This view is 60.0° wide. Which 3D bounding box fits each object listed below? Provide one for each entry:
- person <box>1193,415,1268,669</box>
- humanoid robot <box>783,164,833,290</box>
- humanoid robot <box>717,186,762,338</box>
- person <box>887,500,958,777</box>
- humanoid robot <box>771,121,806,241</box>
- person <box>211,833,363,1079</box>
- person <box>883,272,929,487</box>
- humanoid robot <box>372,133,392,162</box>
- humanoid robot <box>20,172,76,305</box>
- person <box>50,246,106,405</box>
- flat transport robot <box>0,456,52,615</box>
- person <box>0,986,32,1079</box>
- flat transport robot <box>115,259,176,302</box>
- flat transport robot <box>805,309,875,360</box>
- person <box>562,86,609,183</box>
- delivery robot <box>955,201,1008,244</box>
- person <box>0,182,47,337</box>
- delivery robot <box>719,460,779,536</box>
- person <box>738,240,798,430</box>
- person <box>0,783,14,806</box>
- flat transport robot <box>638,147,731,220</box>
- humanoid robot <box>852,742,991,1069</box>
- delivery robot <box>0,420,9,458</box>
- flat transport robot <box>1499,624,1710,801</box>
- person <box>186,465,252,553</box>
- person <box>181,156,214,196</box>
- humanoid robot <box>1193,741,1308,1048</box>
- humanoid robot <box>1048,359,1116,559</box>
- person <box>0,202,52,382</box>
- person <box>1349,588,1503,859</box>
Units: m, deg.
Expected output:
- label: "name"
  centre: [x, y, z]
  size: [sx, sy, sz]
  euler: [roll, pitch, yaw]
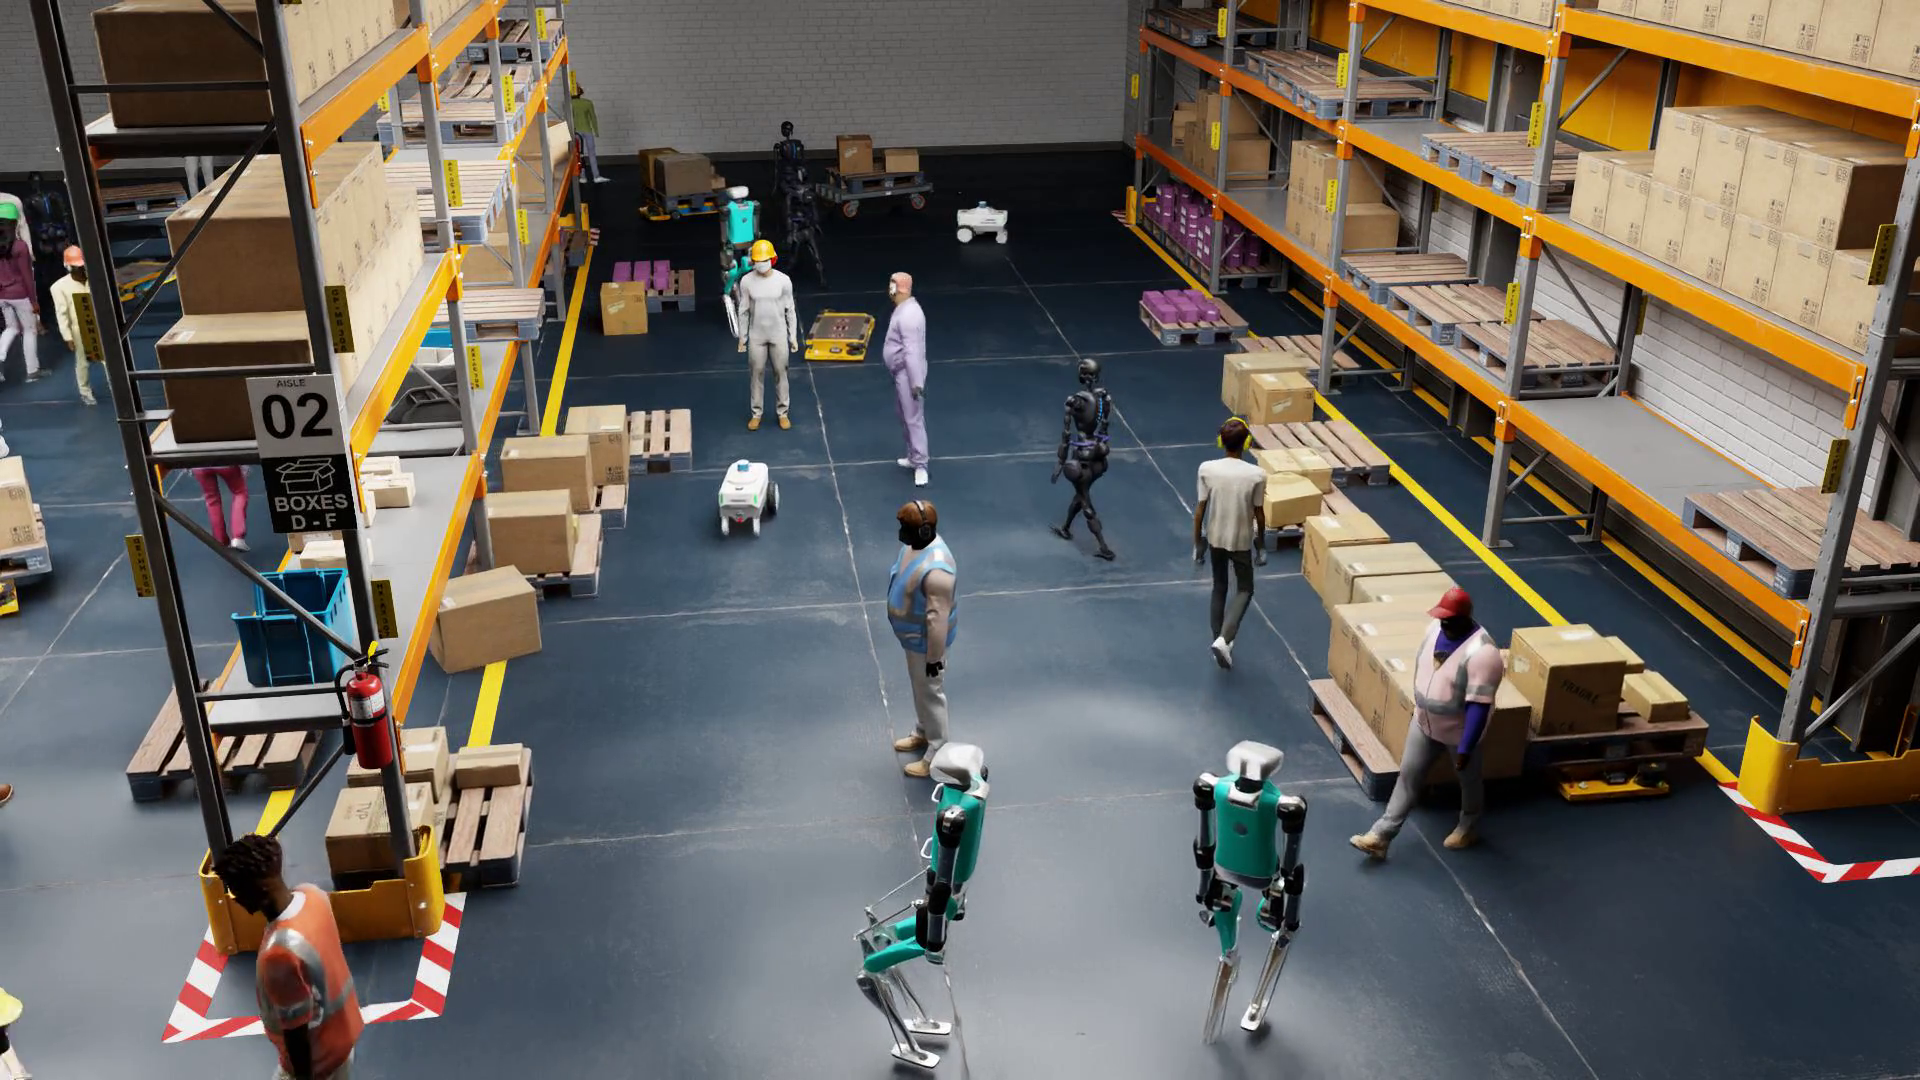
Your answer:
- label: "person"
  centre: [1.879, 0.045, 11.605]
  size: [0.525, 1.854, 0.563]
  euler: [12, 26, 24]
- label: "humanoid robot"
  centre: [-2.016, -3.956, 21.010]
  size: [0.764, 1.624, 0.615]
  euler: [16, 28, 33]
- label: "humanoid robot"
  centre: [-2.659, -3.280, 19.312]
  size: [0.548, 1.757, 0.836]
  euler: [-16, 28, -33]
- label: "person"
  centre: [-0.235, 0.602, 10.369]
  size: [0.429, 1.836, 0.631]
  euler: [-6, 24, -12]
- label: "humanoid robot"
  centre: [-2.393, -5.056, 23.440]
  size: [0.609, 1.652, 0.307]
  euler: [-21, 31, -39]
- label: "person"
  centre: [-2.710, 2.065, 6.889]
  size: [0.440, 1.937, 0.628]
  euler: [-2, 24, -4]
- label: "person"
  centre: [-0.484, -1.448, 15.003]
  size: [0.413, 1.864, 0.808]
  euler: [-2, 24, -4]
- label: "humanoid robot"
  centre: [-7.819, -4.742, 22.782]
  size: [0.611, 1.628, 0.754]
  euler: [-7, 25, -16]
- label: "humanoid robot"
  centre: [-11.139, -3.687, 20.347]
  size: [0.598, 1.639, 0.600]
  euler: [18, 29, 35]
- label: "person"
  centre: [-8.768, -2.129, 16.736]
  size: [0.909, 1.700, 0.586]
  euler: [20, 31, 38]
- label: "flat transport robot"
  centre: [-7.788, 0.289, 13.018]
  size: [0.659, 0.231, 1.431]
  euler: [-13, 27, -27]
- label: "person"
  centre: [-3.491, 2.395, 6.220]
  size: [0.966, 1.877, 0.593]
  euler: [-7, 25, -15]
- label: "flat transport robot"
  centre: [-10.549, -3.299, 21.193]
  size: [0.659, 0.231, 1.431]
  euler: [5, 24, 11]
- label: "flat transport robot"
  centre: [-1.362, -2.341, 19.011]
  size: [0.659, 0.231, 1.431]
  euler: [1, 24, 2]
- label: "person"
  centre: [-6.118, -6.638, 27.129]
  size: [0.663, 1.609, 0.278]
  euler: [-5, 24, -12]
- label: "delivery robot"
  centre: [0.291, -4.480, 23.551]
  size: [0.807, 0.613, 0.499]
  euler: [2, 24, 4]
- label: "person"
  centre: [-10.903, -3.247, 19.024]
  size: [0.609, 1.916, 0.652]
  euler: [22, 32, 40]
- label: "delivery robot"
  centre: [-1.840, -0.392, 14.237]
  size: [0.499, 0.612, 0.794]
  euler: [0, 24, 1]
- label: "person"
  centre: [-1.870, -1.989, 16.188]
  size: [0.573, 1.894, 0.375]
  euler: [-1, 24, -2]
- label: "person"
  centre: [-6.132, 0.735, 9.862]
  size: [0.621, 1.989, 0.399]
  euler: [0, 24, -1]
- label: "flat transport robot"
  centre: [-4.092, -5.047, 25.175]
  size: [1.431, 0.231, 0.659]
  euler: [-11, 26, -24]
- label: "humanoid robot"
  centre: [-0.234, 1.703, 7.856]
  size: [0.747, 1.695, 0.530]
  euler: [6, 24, 13]
- label: "delivery robot"
  centre: [-9.390, -0.993, 15.578]
  size: [0.782, 0.589, 0.499]
  euler: [-16, 28, -32]
- label: "flat transport robot"
  centre: [3.953, 1.240, 10.854]
  size: [0.659, 0.231, 1.431]
  euler: [-3, 24, -7]
- label: "person"
  centre: [-5.985, -0.613, 13.376]
  size: [0.533, 1.618, 0.413]
  euler: [-5, 24, -11]
- label: "person"
  centre: [-11.648, -6.006, 25.413]
  size: [0.429, 1.838, 0.621]
  euler: [21, 31, 39]
- label: "humanoid robot"
  centre: [1.441, 1.694, 8.026]
  size: [0.539, 1.803, 0.824]
  euler: [13, 27, 27]
- label: "humanoid robot"
  centre: [0.994, -0.681, 13.542]
  size: [0.786, 1.626, 0.594]
  euler: [22, 32, 40]
- label: "person"
  centre: [-9.967, -2.560, 17.458]
  size: [0.547, 1.916, 0.653]
  euler: [4, 24, 9]
- label: "person"
  centre: [2.711, 1.067, 9.449]
  size: [0.909, 1.700, 0.622]
  euler: [-15, 28, -30]
